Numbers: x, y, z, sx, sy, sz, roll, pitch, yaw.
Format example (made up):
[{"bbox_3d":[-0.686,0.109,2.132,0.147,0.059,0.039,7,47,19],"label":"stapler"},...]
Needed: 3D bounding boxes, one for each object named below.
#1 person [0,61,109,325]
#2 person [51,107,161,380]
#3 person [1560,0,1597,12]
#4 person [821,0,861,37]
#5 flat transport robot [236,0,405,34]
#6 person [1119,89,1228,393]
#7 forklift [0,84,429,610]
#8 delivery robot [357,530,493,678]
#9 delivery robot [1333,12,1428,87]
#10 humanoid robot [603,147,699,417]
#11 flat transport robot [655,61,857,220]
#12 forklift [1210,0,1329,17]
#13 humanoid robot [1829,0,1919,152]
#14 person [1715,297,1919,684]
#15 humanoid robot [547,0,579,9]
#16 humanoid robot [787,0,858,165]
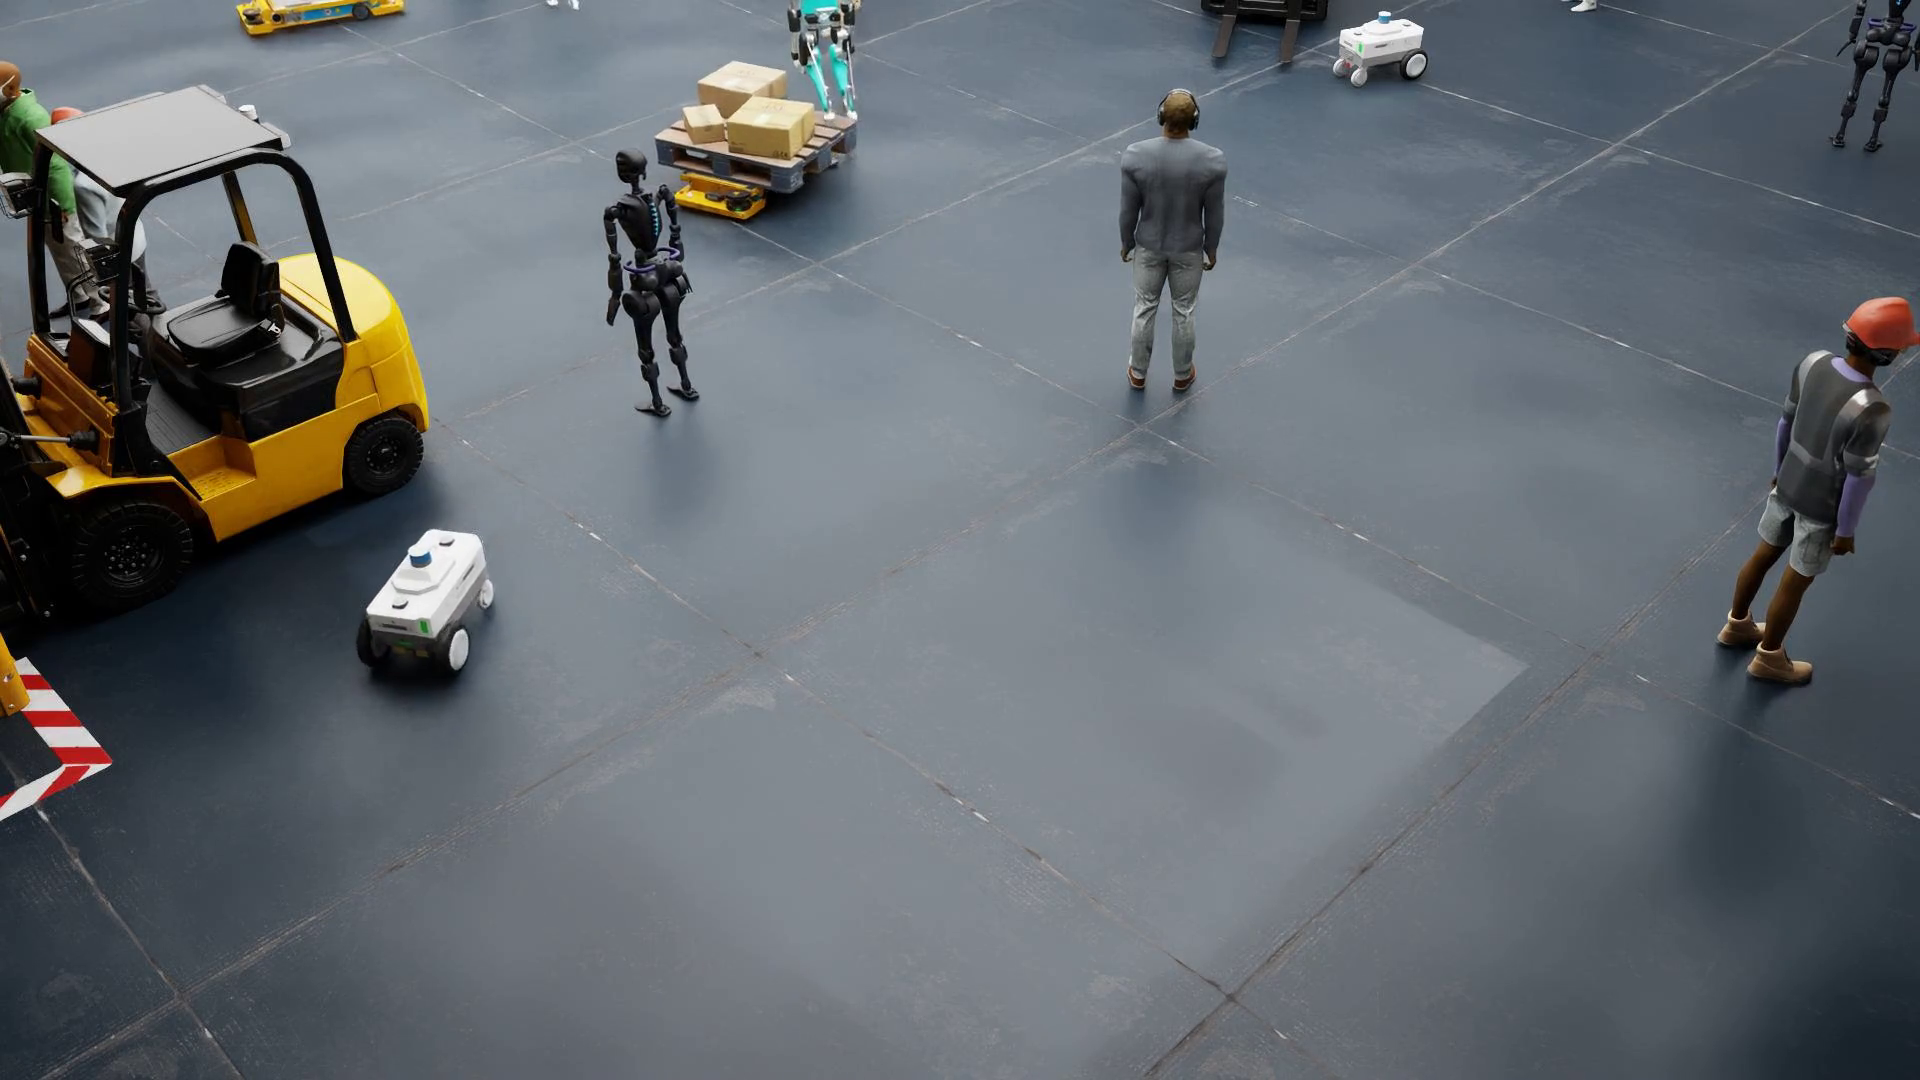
[{"bbox_3d":[-5.879,-2.207,10.687,0.538,1.784,0.383,25,44,30],"label":"person"},{"bbox_3d":[-5.183,-1.809,10.188,0.344,1.740,0.572,-3,37,-4],"label":"person"},{"bbox_3d":[6.010,-5.817,15.635,0.309,1.641,0.514,-1,37,-1],"label":"person"},{"bbox_3d":[-1.122,-5.559,15.195,0.569,1.756,0.611,28,45,32],"label":"person"},{"bbox_3d":[-6.094,-5.106,15.832,1.431,0.231,0.659,-17,40,-22],"label":"flat transport robot"},{"bbox_3d":[1.250,-1.767,9.969,0.628,1.939,0.373,5,37,7],"label":"person"},{"bbox_3d":[-4.145,-1.093,8.856,2.313,2.155,1.214,-31,47,-34],"label":"forklift"},{"bbox_3d":[-2.668,0.279,8.375,0.499,0.583,0.758,7,37,9],"label":"delivery robot"},{"bbox_3d":[3.660,-4.303,14.511,0.765,0.585,0.499,-16,40,-20],"label":"delivery robot"},{"bbox_3d":[-1.841,-1.530,9.868,0.314,1.651,0.612,26,44,30],"label":"humanoid robot"},{"bbox_3d":[-1.550,-2.880,12.852,0.659,0.231,1.431,17,40,22],"label":"flat transport robot"},{"bbox_3d":[3.106,-6.400,15.960,1.214,2.155,2.313,8,37,10],"label":"forklift"},{"bbox_3d":[7.237,-3.896,13.023,0.599,1.657,0.315,17,40,22],"label":"humanoid robot"},{"bbox_3d":[4.034,-0.225,7.818,0.374,2.044,0.604,-6,37,-8],"label":"person"},{"bbox_3d":[-3.922,-5.887,15.655,0.541,1.804,0.707,-18,40,-22],"label":"humanoid robot"},{"bbox_3d":[-0.976,-3.655,12.692,0.539,1.837,0.677,-15,39,-19],"label":"humanoid robot"}]
